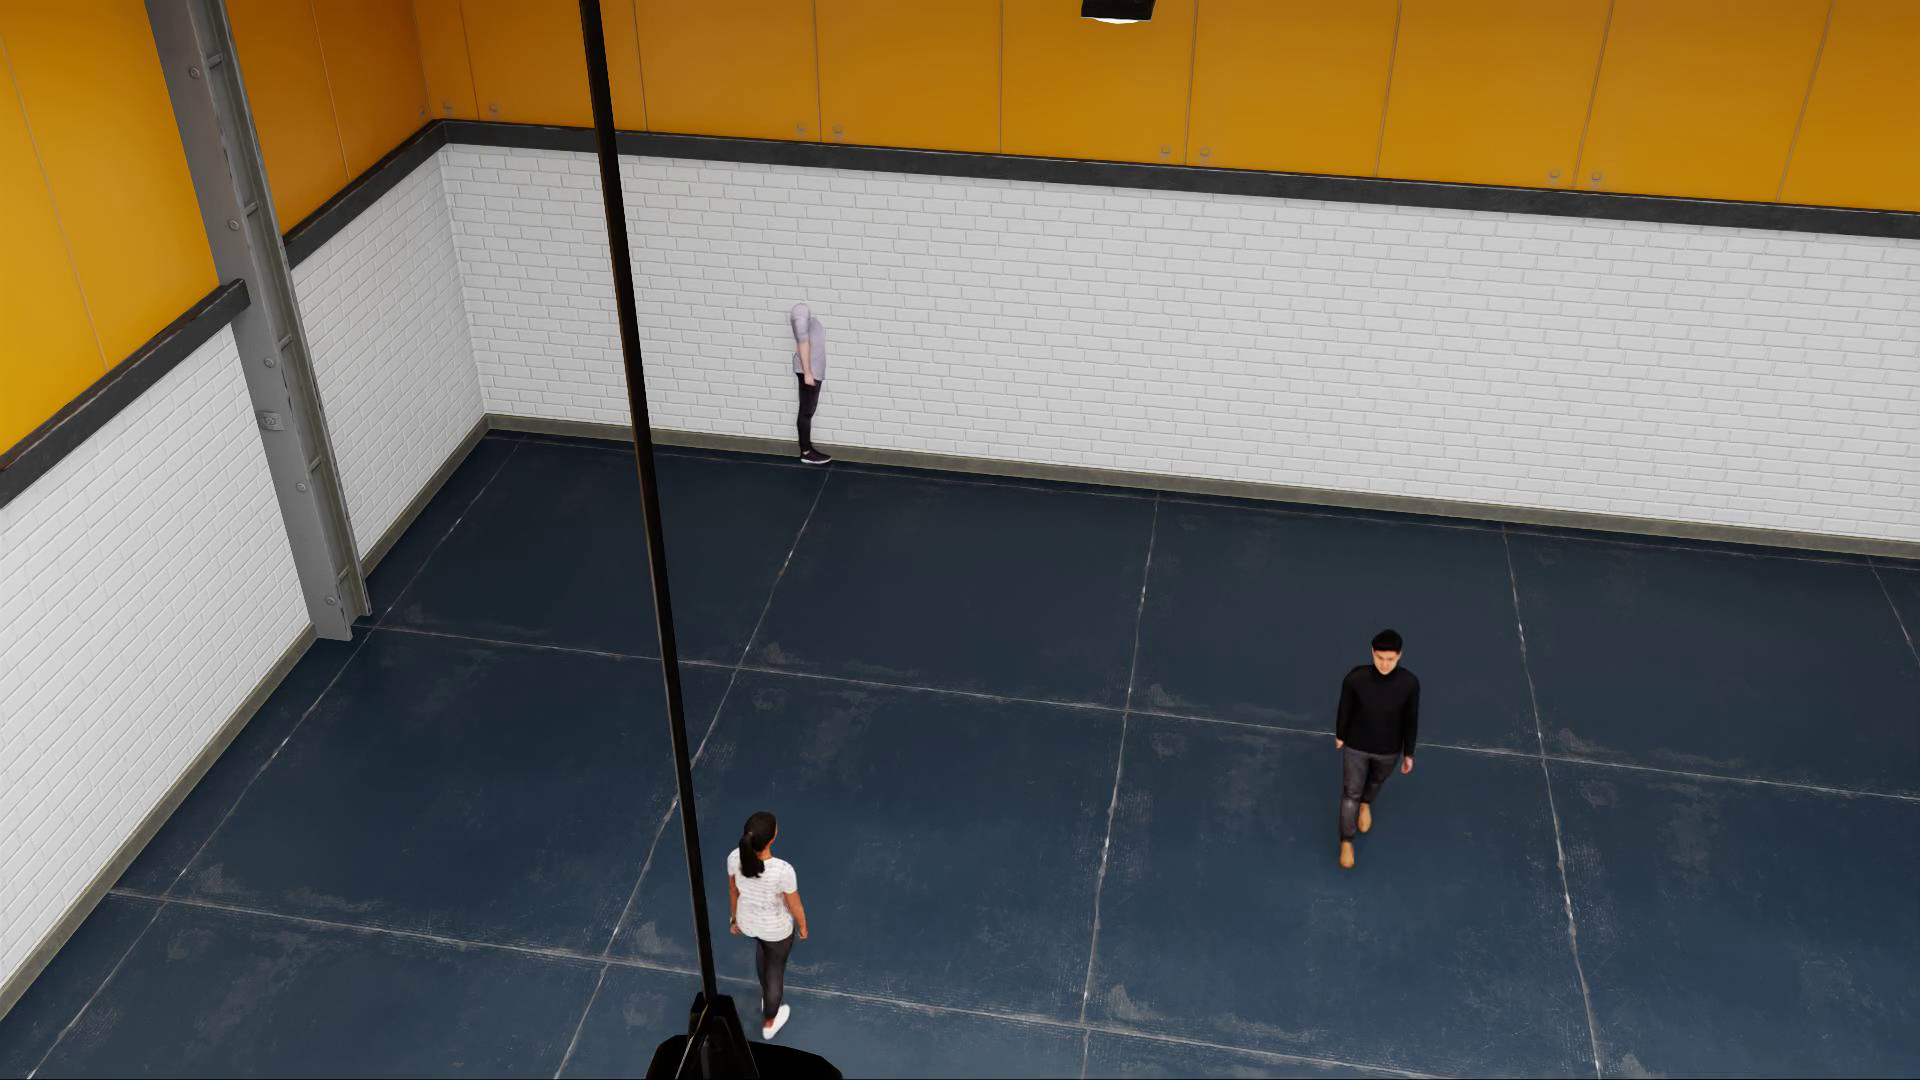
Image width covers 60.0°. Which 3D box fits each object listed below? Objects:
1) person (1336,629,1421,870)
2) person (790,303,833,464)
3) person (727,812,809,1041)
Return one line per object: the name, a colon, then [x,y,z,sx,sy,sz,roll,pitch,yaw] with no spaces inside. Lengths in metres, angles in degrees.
person: [2.716,1.259,10.884,0.667,1.692,1.011,4,34,6]
person: [-1.358,-1.587,15.034,0.744,1.837,0.560,2,34,3]
person: [-1.143,2.239,9.462,0.648,1.633,0.677,14,36,20]
